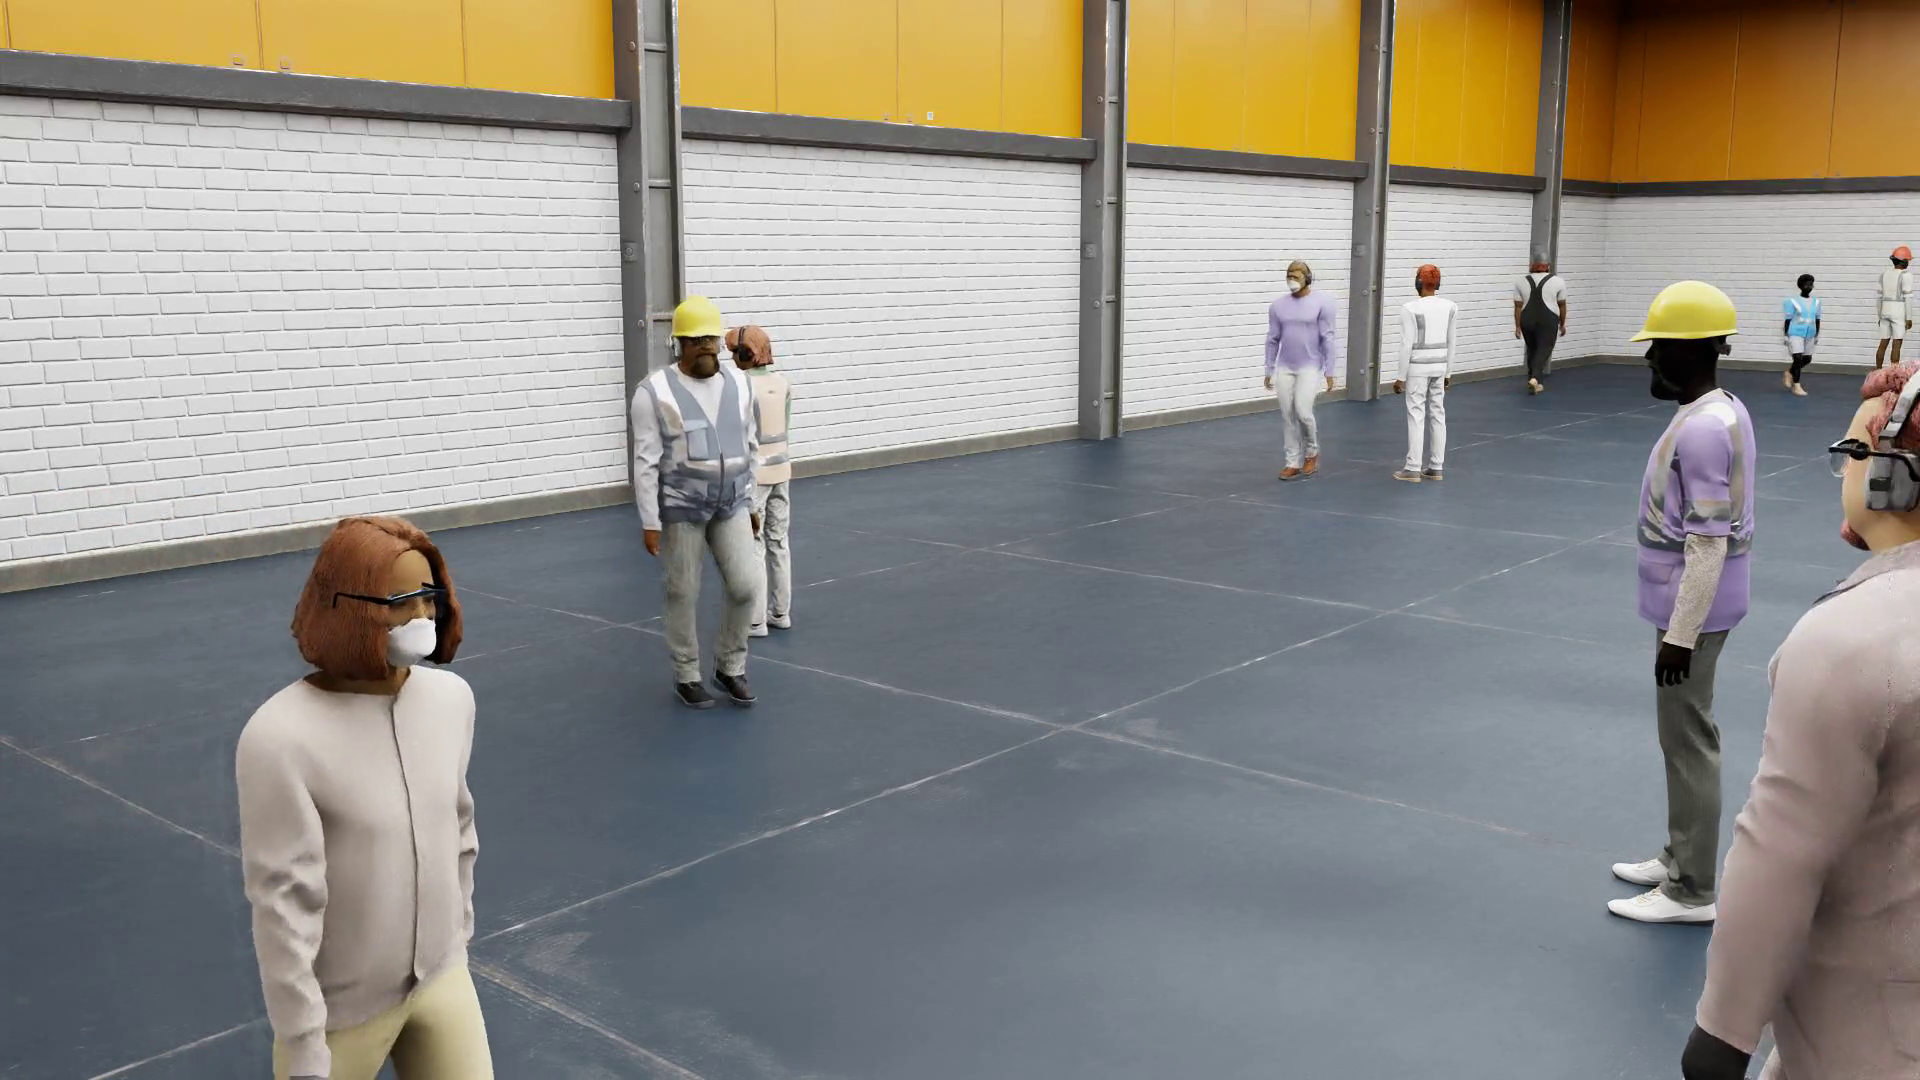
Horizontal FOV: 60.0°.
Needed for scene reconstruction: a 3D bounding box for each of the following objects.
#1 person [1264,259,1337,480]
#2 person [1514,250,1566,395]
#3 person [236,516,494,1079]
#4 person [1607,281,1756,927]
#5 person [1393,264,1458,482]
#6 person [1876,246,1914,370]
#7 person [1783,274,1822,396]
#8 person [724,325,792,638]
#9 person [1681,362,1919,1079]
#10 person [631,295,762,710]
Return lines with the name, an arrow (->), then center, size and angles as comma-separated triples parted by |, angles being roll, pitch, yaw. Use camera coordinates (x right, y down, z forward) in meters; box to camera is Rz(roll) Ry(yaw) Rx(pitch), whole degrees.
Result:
person -> 2.932, -1.470, 14.478 | 0.655, 1.922, 0.436 | 8, 13, 40
person -> 8.061, -3.052, 23.157 | 0.682, 2.000, 0.971 | 8, 12, 37
person -> -1.021, 0.742, 2.788 | 0.751, 1.606, 0.510 | 5, 11, 28
person -> 2.157, 0.195, 4.994 | 0.384, 1.924, 0.593 | 5, 11, 25
person -> 4.031, -1.442, 14.443 | 0.573, 1.883, 0.356 | -4, 11, -22
person -> 13.984, -3.352, 24.855 | 0.378, 2.045, 0.605 | -3, 10, -17
person -> 11.604, -2.844, 23.024 | 0.540, 1.676, 0.668 | -1, 10, -6
person -> -1.059, -0.300, 8.653 | 0.330, 1.631, 0.516 | 6, 12, 32
person -> 1.419, 0.659, 2.570 | 0.659, 1.860, 0.980 | -6, 12, -31
person -> -1.103, -0.142, 7.212 | 0.626, 1.814, 0.542 | -7, 12, -33
